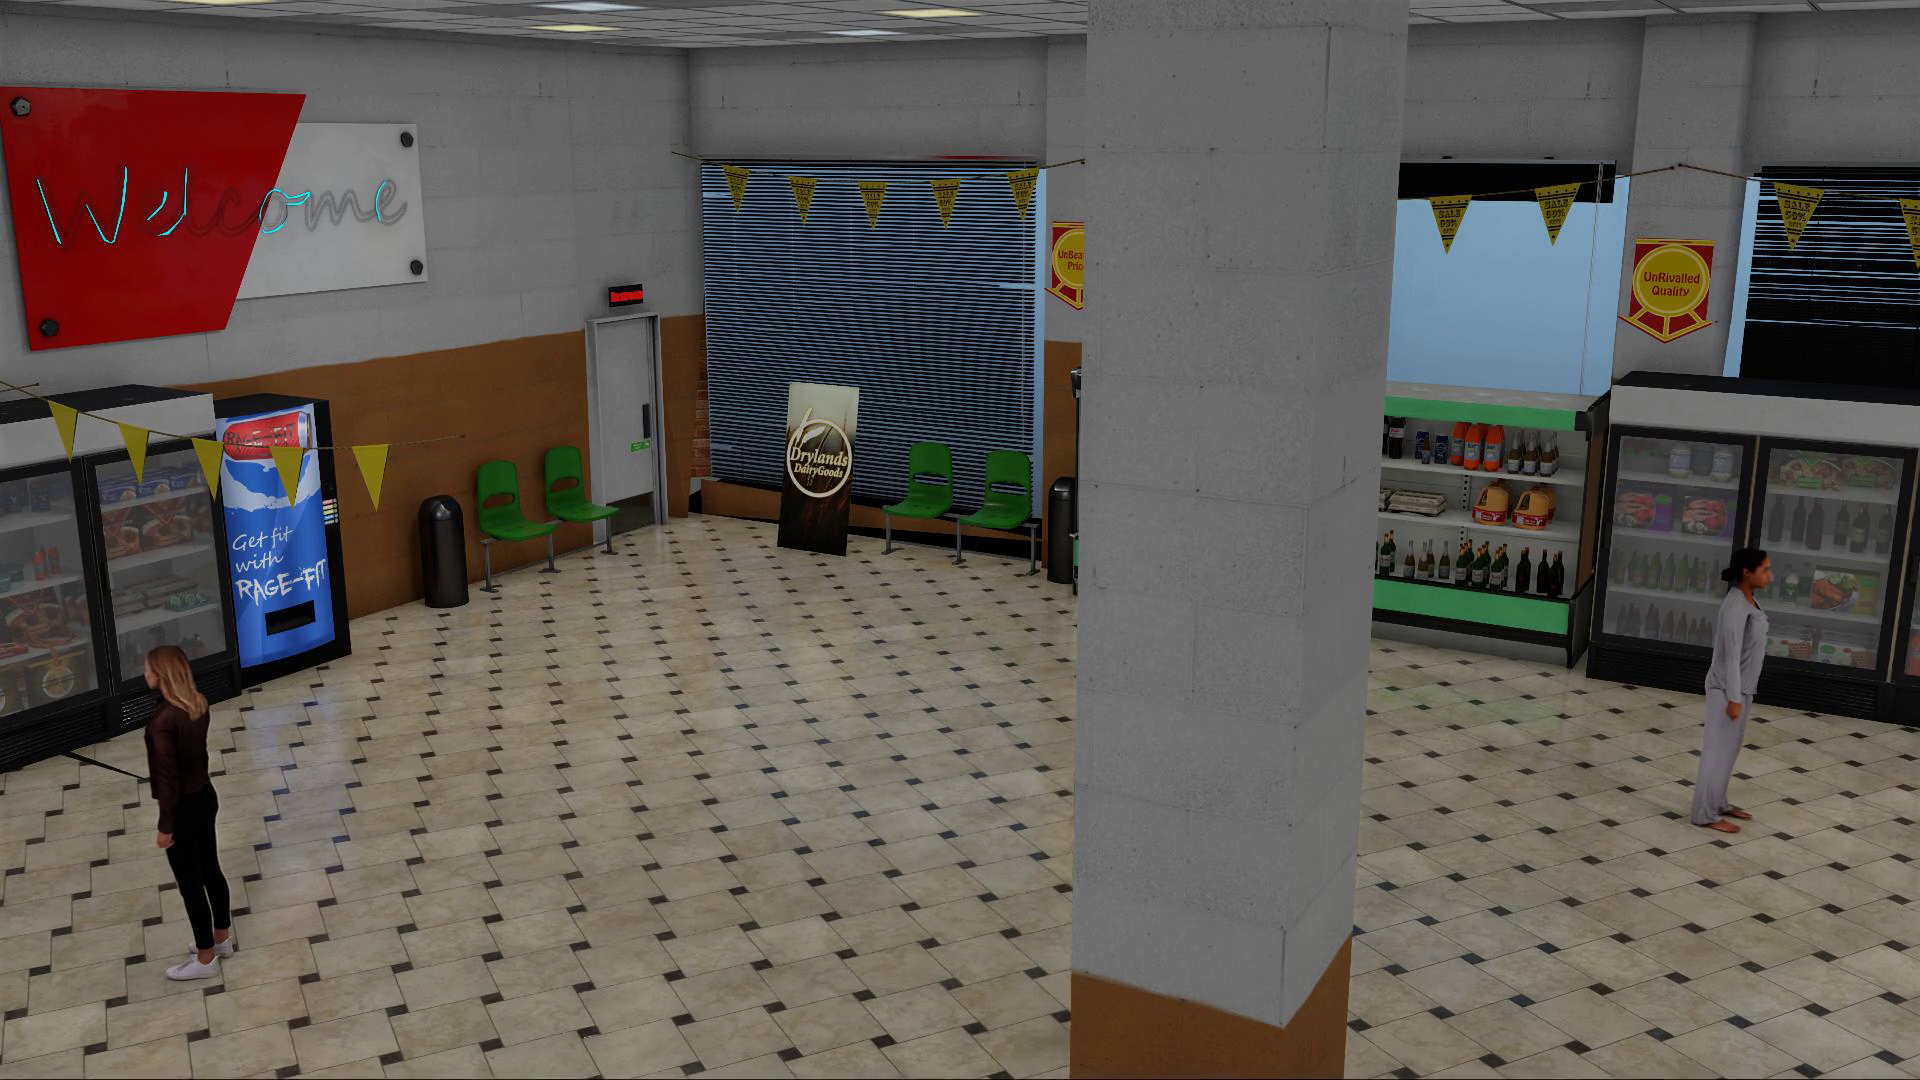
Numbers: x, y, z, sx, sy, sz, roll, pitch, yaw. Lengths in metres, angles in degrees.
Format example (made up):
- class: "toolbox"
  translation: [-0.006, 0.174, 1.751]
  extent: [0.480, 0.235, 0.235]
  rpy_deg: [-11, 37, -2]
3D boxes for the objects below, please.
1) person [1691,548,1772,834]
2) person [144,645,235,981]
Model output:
- class: "person"
  translation: [4.666, 0.885, 10.070]
  extent: [0.563, 1.735, 0.632]
  rpy_deg: [9, 16, 33]
- class: "person"
  translation: [-3.834, 1.340, 8.260]
  extent: [0.666, 1.704, 0.673]
  rpy_deg: [0, 14, 0]
